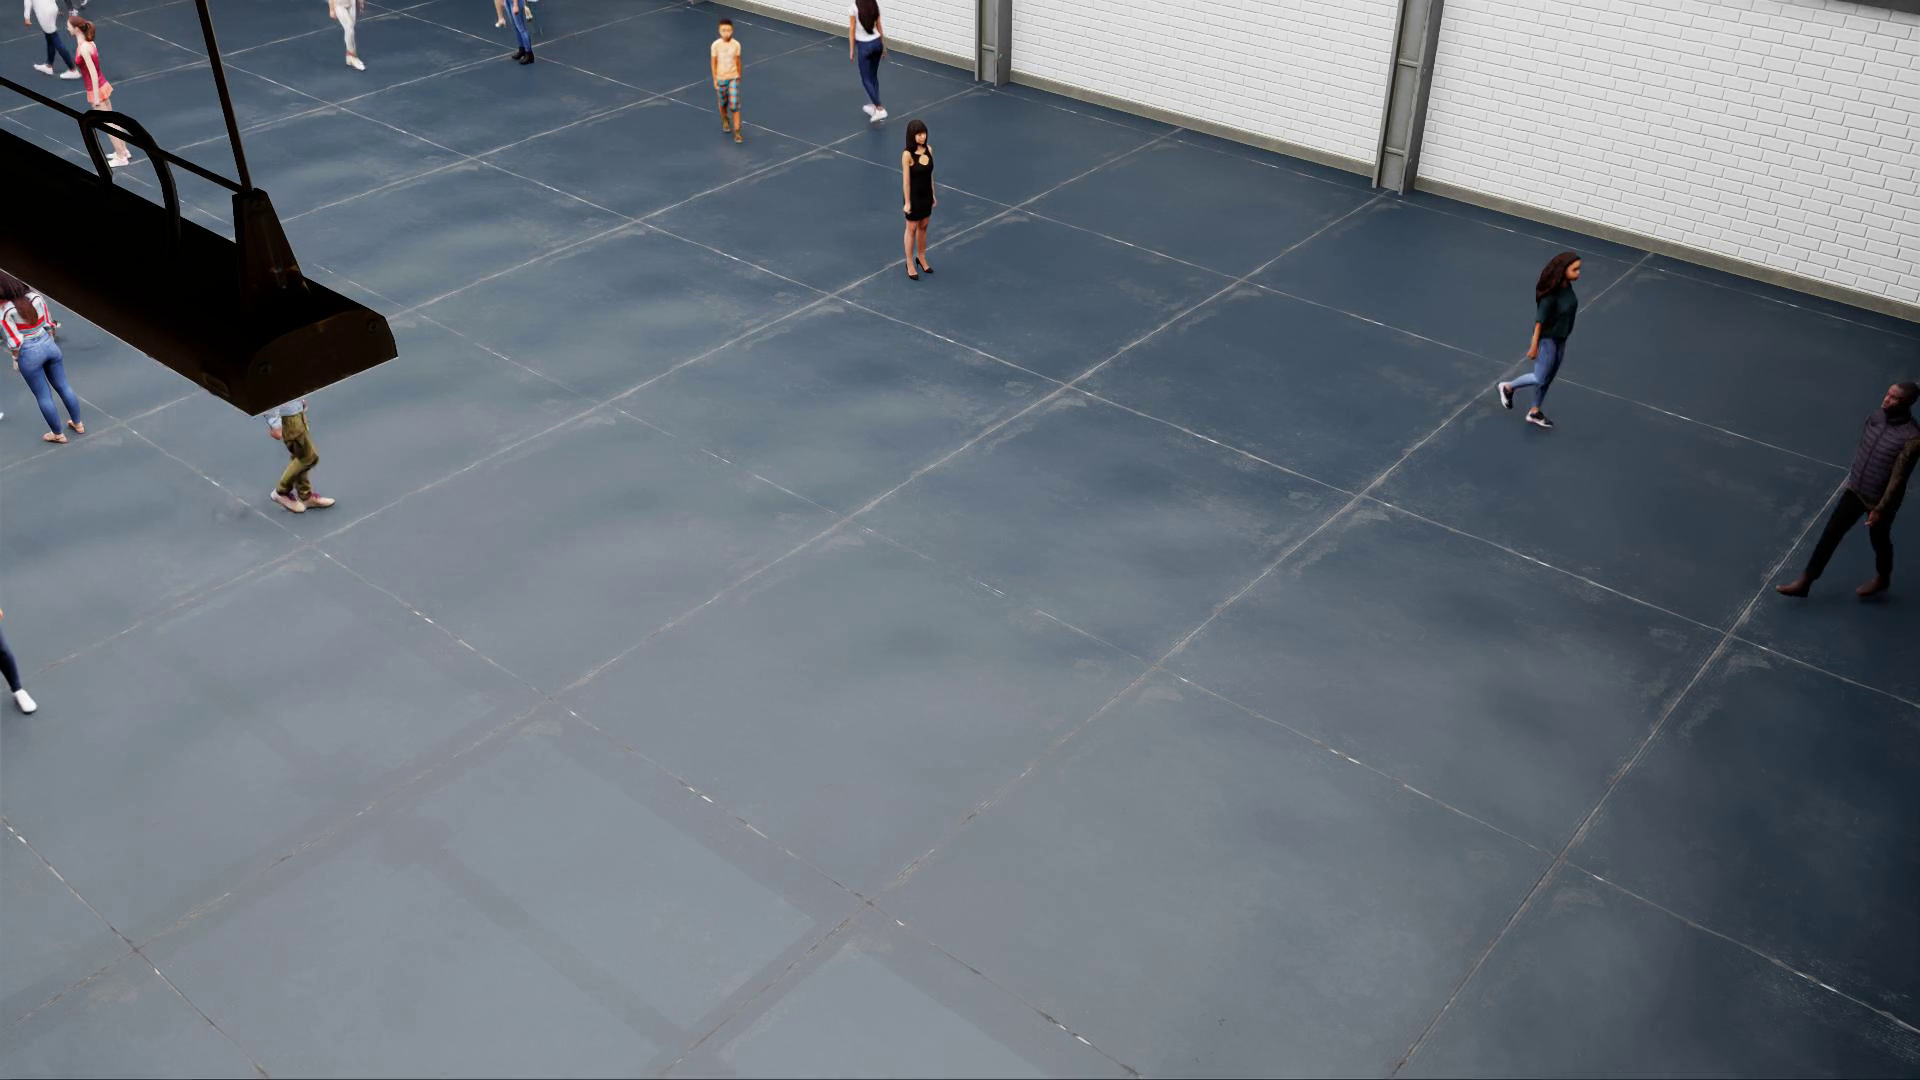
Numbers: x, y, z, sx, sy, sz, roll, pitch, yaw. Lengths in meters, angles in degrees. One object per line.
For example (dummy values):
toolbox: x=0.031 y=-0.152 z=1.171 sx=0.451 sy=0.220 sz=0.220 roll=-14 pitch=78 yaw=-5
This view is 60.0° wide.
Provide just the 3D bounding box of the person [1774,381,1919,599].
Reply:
person: x=6.676 y=-0.309 z=12.013 sx=1.187 sy=1.795 sz=1.219 roll=-8 pitch=34 yaw=-12

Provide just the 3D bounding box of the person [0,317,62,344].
person: x=-9.007 y=-2.494 z=15.654 sx=1.049 sy=1.405 sz=0.911 roll=2 pitch=34 yaw=3

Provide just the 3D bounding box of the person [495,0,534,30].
person: x=-6.543 y=-8.171 z=23.915 sx=1.011 sy=1.714 sz=0.713 roll=16 pitch=37 yaw=23

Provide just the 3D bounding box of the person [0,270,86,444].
person: x=-7.823 y=-1.588 z=14.101 sx=0.570 sy=1.614 sz=0.626 roll=17 pitch=37 yaw=24

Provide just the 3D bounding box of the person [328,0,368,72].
person: x=-8.422 y=-7.264 z=22.571 sx=0.755 sy=1.692 sz=0.679 roll=19 pitch=38 yaw=26

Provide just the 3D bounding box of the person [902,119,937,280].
person: x=-0.431 y=-3.476 z=16.911 sx=0.585 sy=1.649 sz=0.499 roll=-29 pitch=43 yaw=-36

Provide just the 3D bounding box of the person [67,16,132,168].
person: x=-10.128 y=-5.278 z=19.529 sx=0.710 sy=1.752 sz=0.625 roll=-8 pitch=35 yaw=-12

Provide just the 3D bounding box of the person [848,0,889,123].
person: x=-1.097 y=-6.079 z=20.745 sx=0.797 sy=1.739 sz=0.970 roll=-21 pitch=39 yaw=-28

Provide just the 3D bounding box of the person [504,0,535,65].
person: x=-6.106 y=-7.374 z=22.793 sx=0.713 sy=1.629 sz=0.554 roll=-20 pitch=39 yaw=-27

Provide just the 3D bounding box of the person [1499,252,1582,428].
person: x=5.019 y=-1.756 z=14.362 sx=0.766 sy=1.606 sz=0.611 roll=29 pitch=43 yaw=36

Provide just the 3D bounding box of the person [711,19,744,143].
person: x=-2.869 y=-5.669 z=20.399 sx=0.888 sy=1.440 sz=1.015 roll=-7 pitch=34 yaw=-11

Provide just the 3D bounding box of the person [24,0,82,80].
person: x=-12.089 y=-7.003 z=22.117 sx=1.032 sy=1.761 sz=0.936 roll=2 pitch=34 yaw=3
